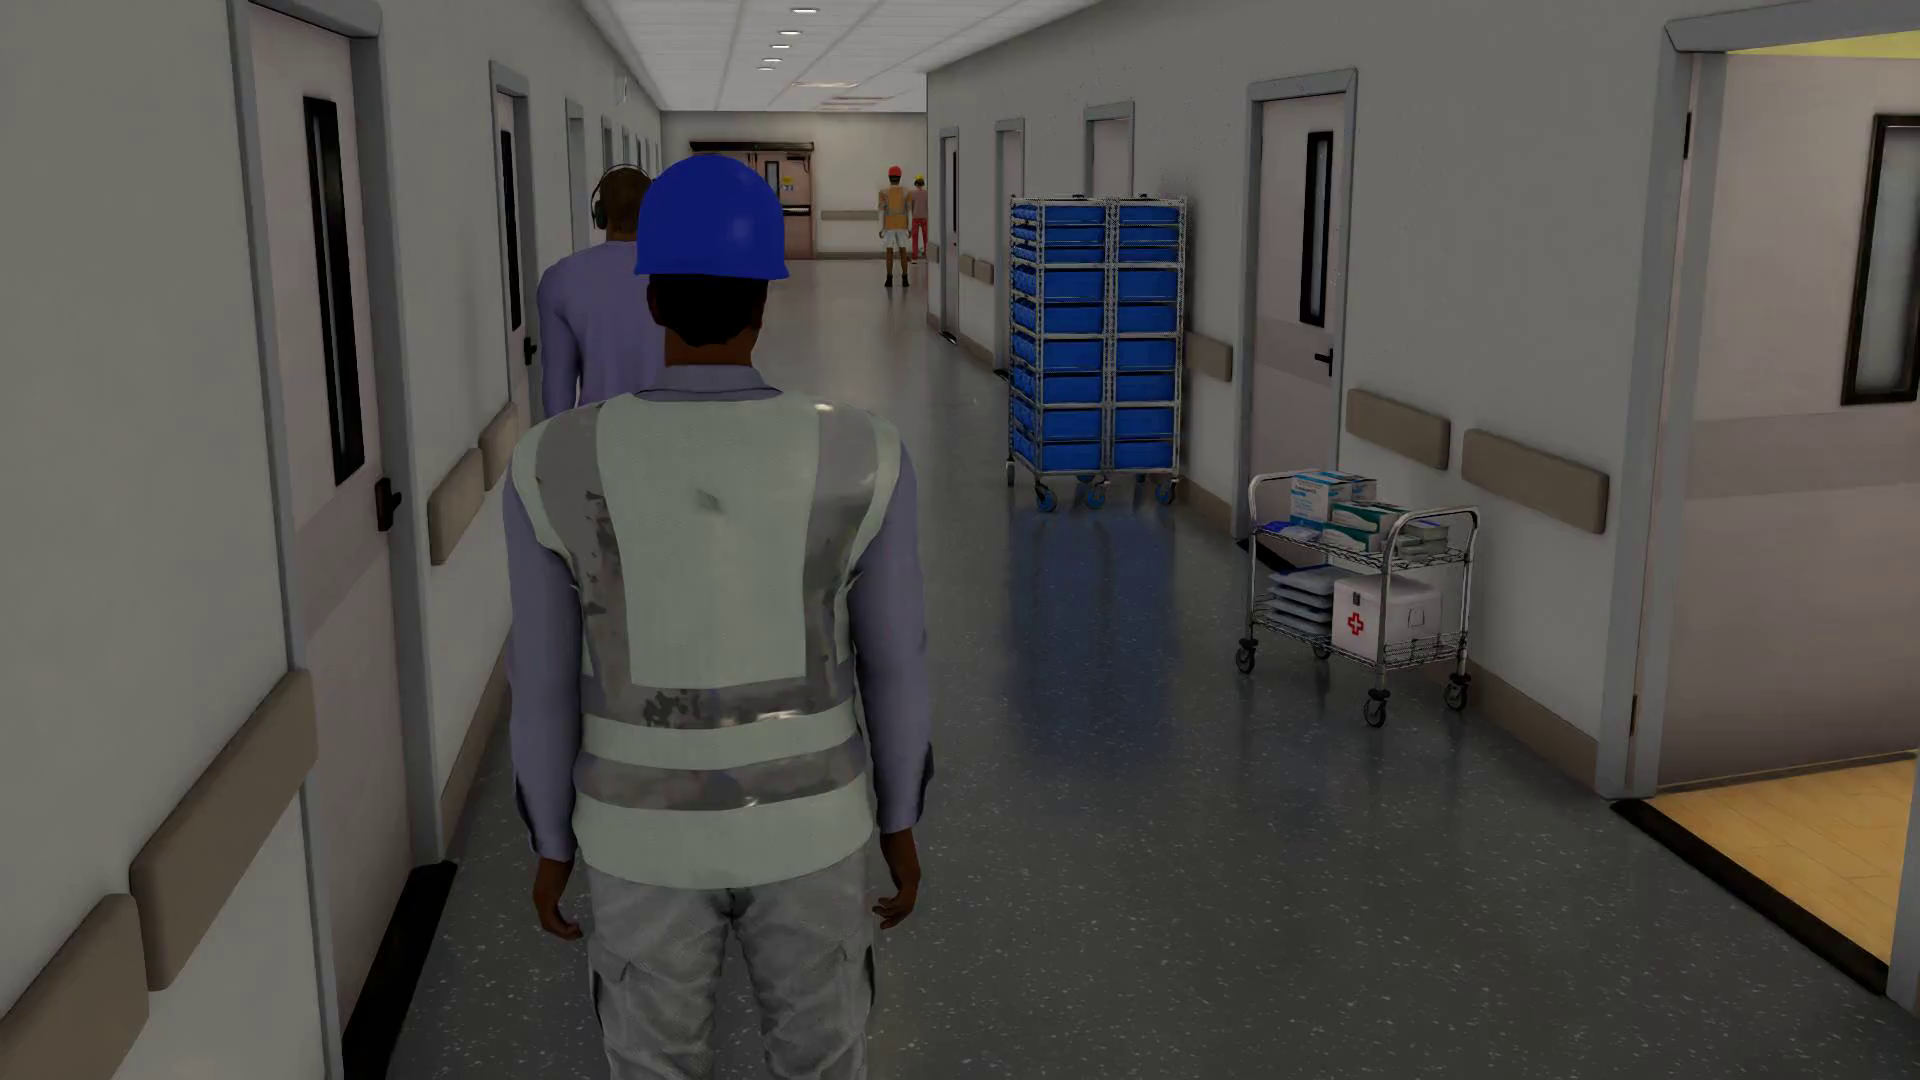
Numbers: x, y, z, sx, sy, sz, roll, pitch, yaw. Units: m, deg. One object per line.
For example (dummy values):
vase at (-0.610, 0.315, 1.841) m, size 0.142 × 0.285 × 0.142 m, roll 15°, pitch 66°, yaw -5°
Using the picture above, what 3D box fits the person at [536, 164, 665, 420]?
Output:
person at (-1.135, -0.332, 5.856) m, size 0.635 × 1.936 × 0.356 m, roll -2°, pitch 13°, yaw -8°

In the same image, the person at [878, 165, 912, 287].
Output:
person at (-1.047, -5.059, 26.847) m, size 0.551 × 1.934 × 0.373 m, roll -2°, pitch 13°, yaw -8°

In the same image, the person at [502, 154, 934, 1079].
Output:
person at (-0.349, 0.418, 2.502) m, size 0.615 × 1.945 × 0.404 m, roll -2°, pitch 13°, yaw -8°
